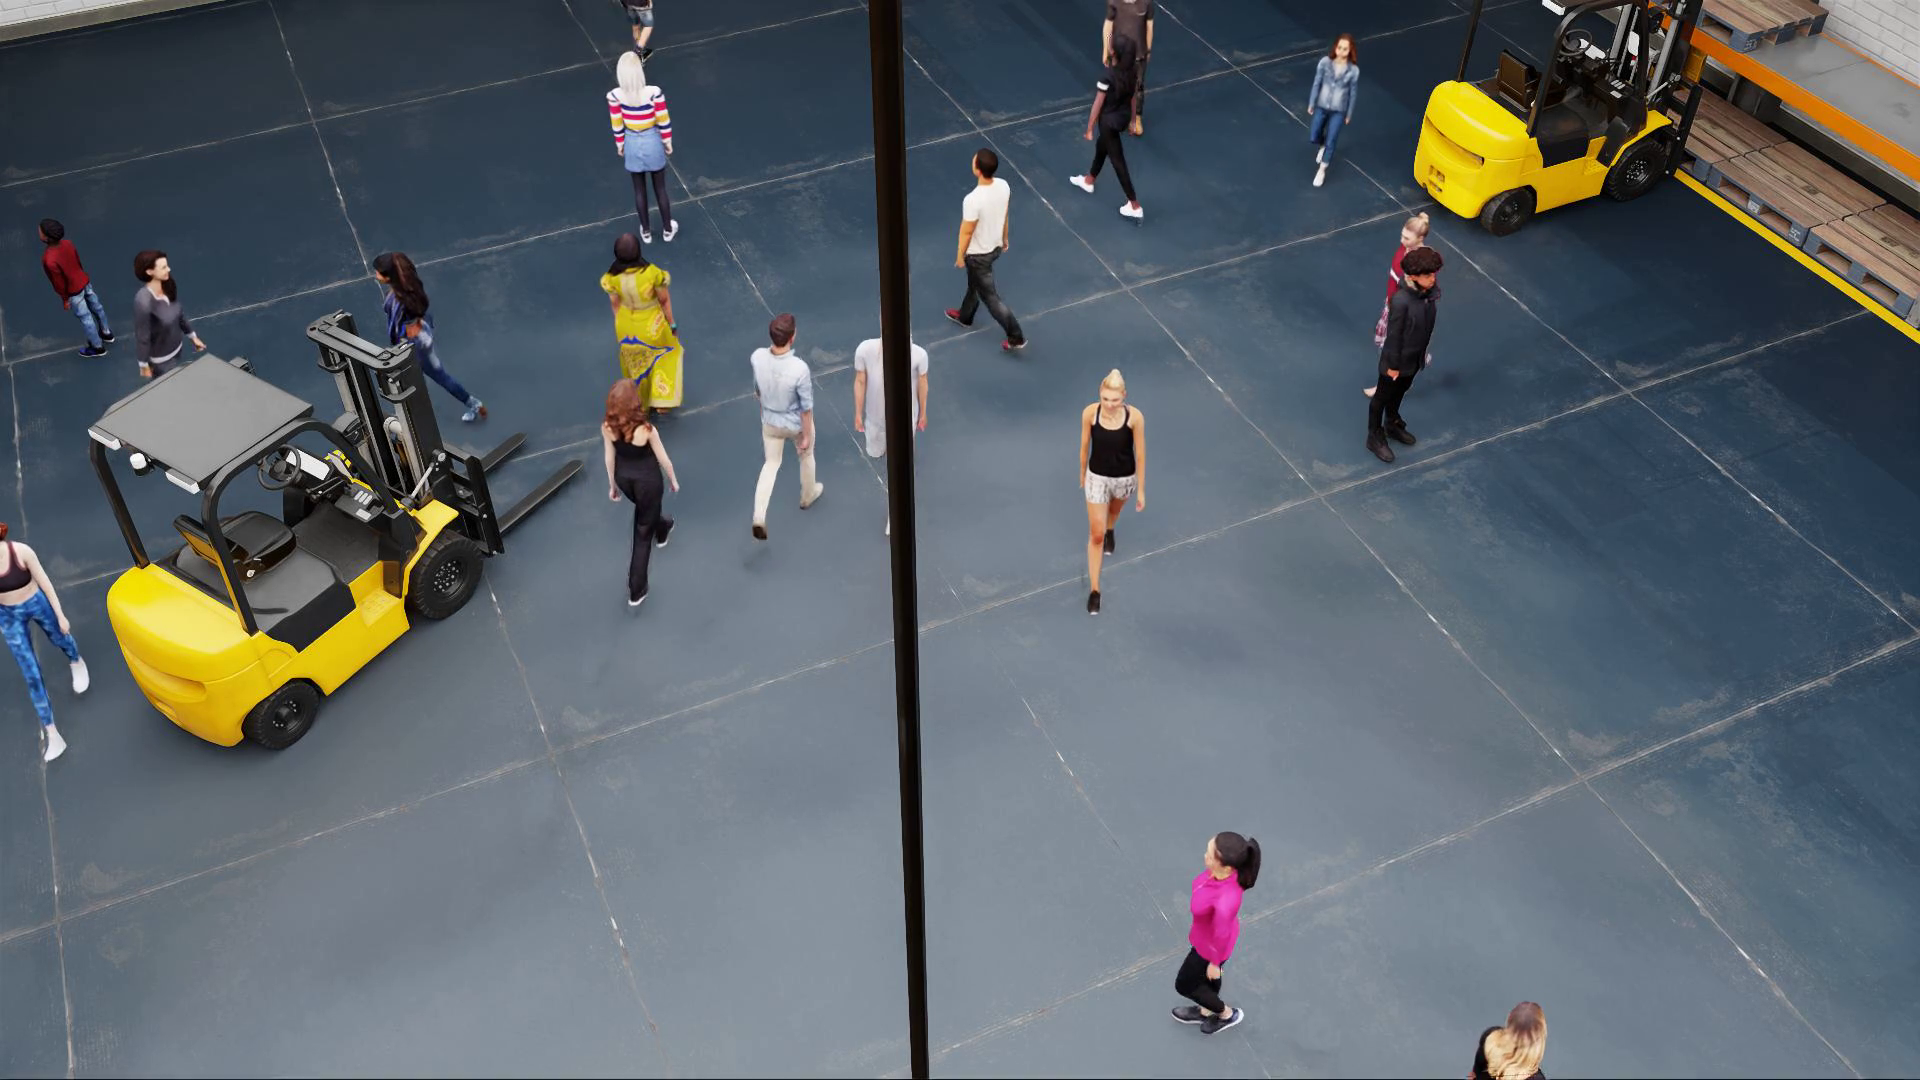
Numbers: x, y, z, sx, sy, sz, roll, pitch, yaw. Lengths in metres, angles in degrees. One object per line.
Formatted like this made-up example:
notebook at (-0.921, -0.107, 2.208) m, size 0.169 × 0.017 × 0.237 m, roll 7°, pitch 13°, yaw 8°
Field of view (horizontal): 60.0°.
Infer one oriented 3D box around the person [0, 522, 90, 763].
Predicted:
person at (-5.891, 0.446, 10.587) m, size 0.656 × 1.732 × 1.204 m, roll -13°, pitch 45°, yaw -13°

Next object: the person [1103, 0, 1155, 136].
person at (1.614, -4.785, 16.085) m, size 0.741 × 1.712 × 0.760 m, roll 3°, pitch 44°, yaw 3°

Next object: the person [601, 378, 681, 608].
person at (-2.227, -0.312, 11.397) m, size 1.059 × 1.701 × 1.222 m, roll 8°, pitch 44°, yaw 8°

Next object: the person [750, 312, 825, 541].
person at (-1.283, -0.780, 11.803) m, size 1.087 × 1.820 × 1.140 m, roll 16°, pitch 46°, yaw 16°

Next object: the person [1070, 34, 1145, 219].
person at (1.440, -3.683, 14.948) m, size 0.904 × 1.684 × 1.243 m, roll -34°, pitch 53°, yaw -30°

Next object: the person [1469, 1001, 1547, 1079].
person at (2.593, 2.845, 8.113) m, size 0.702 × 1.660 × 0.578 m, roll -17°, pitch 46°, yaw -17°

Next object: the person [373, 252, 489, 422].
person at (-4.072, -1.493, 12.722) m, size 0.827 × 1.585 × 1.009 m, roll -6°, pitch 44°, yaw -7°

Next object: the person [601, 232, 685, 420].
person at (-2.440, -1.573, 12.770) m, size 0.918 × 1.645 × 1.006 m, roll 3°, pitch 44°, yaw 3°

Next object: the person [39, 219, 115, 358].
person at (-7.228, -2.079, 13.575) m, size 0.647 × 1.256 × 0.562 m, roll 5°, pitch 44°, yaw 5°

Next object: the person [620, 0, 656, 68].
person at (-3.359, -5.533, 17.071) m, size 0.788 × 1.435 × 0.865 m, roll 11°, pitch 45°, yaw 11°

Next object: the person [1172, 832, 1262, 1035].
person at (1.436, 2.126, 8.852) m, size 0.792 × 1.693 × 0.723 m, roll 5°, pitch 44°, yaw 5°

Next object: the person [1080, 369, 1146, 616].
person at (1.057, -0.480, 11.511) m, size 1.023 × 1.788 × 1.270 m, roll 4°, pitch 44°, yaw 4°

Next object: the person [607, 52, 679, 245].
person at (-2.783, -3.442, 14.605) m, size 0.714 × 1.809 × 0.645 m, roll -3°, pitch 44°, yaw -3°

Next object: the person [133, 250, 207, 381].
person at (-6.074, -1.370, 12.510) m, size 0.942 × 1.700 × 1.146 m, roll -1°, pitch 44°, yaw -1°

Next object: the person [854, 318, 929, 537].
person at (-0.483, -0.967, 11.988) m, size 1.078 × 1.835 × 1.219 m, roll 6°, pitch 44°, yaw 7°

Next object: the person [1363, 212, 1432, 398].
person at (3.525, -1.825, 12.992) m, size 0.860 × 1.693 × 0.805 m, roll -6°, pitch 44°, yaw -6°

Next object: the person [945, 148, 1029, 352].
person at (0.258, -2.312, 13.455) m, size 1.240 × 1.769 × 0.998 m, roll 28°, pitch 50°, yaw 26°

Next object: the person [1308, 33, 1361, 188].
person at (3.476, -4.048, 15.487) m, size 0.800 × 1.470 × 0.849 m, roll 18°, pitch 47°, yaw 18°

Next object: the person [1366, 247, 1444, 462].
person at (3.334, -1.427, 12.510) m, size 0.692 × 1.781 × 0.700 m, roll -32°, pitch 52°, yaw -29°
